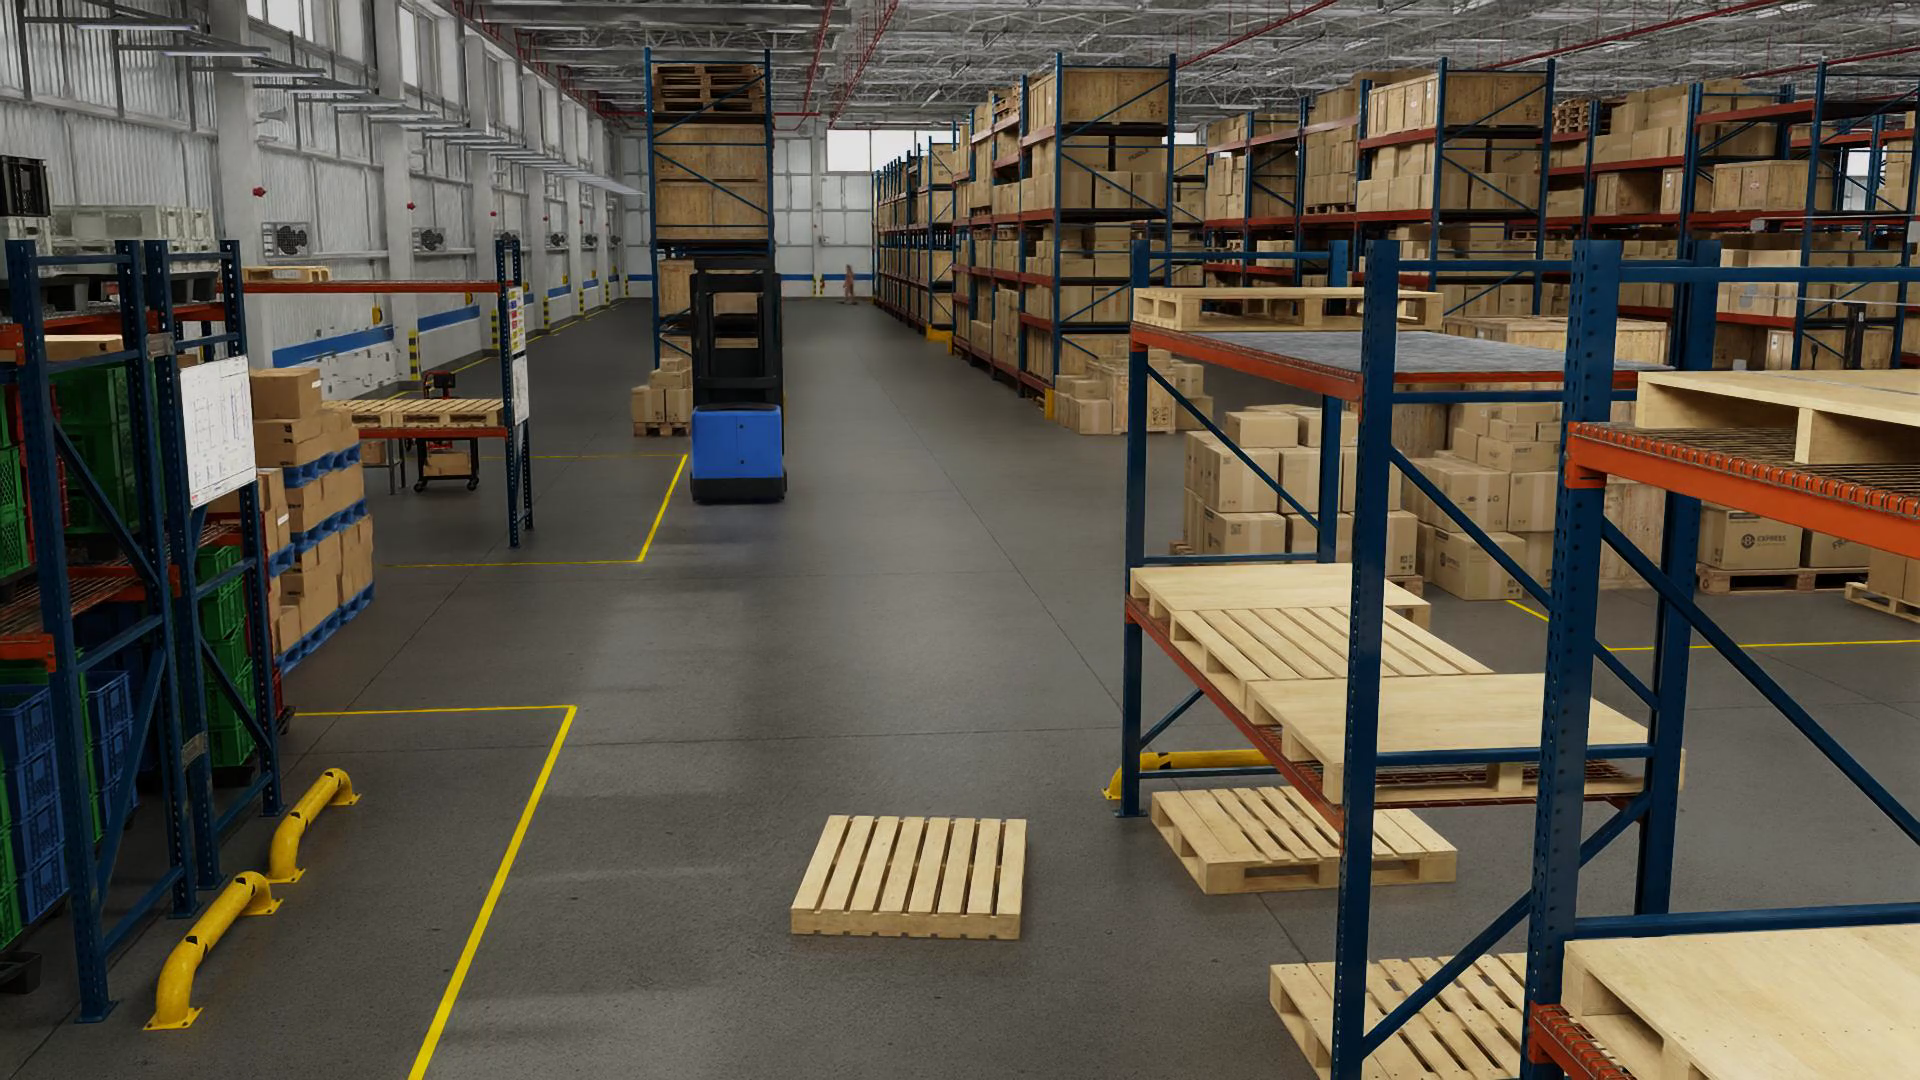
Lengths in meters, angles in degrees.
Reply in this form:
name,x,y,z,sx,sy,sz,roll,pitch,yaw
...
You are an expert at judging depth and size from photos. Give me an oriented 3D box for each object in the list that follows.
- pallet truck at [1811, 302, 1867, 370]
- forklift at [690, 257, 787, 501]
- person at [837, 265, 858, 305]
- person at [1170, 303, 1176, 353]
name,x,y,z,sx,sy,sz,roll,pitch,yaw
pallet truck,15.846,-3.142,28.793,1.885,1.965,0.823,2,10,12
forklift,-2.651,-1.956,19.772,1.129,2.768,1.873,-1,10,-6
person,-5.264,-11.973,78.148,1.013,1.836,0.665,-2,10,-11
person,5.479,-5.828,44.133,0.641,1.826,0.508,-1,10,-6
